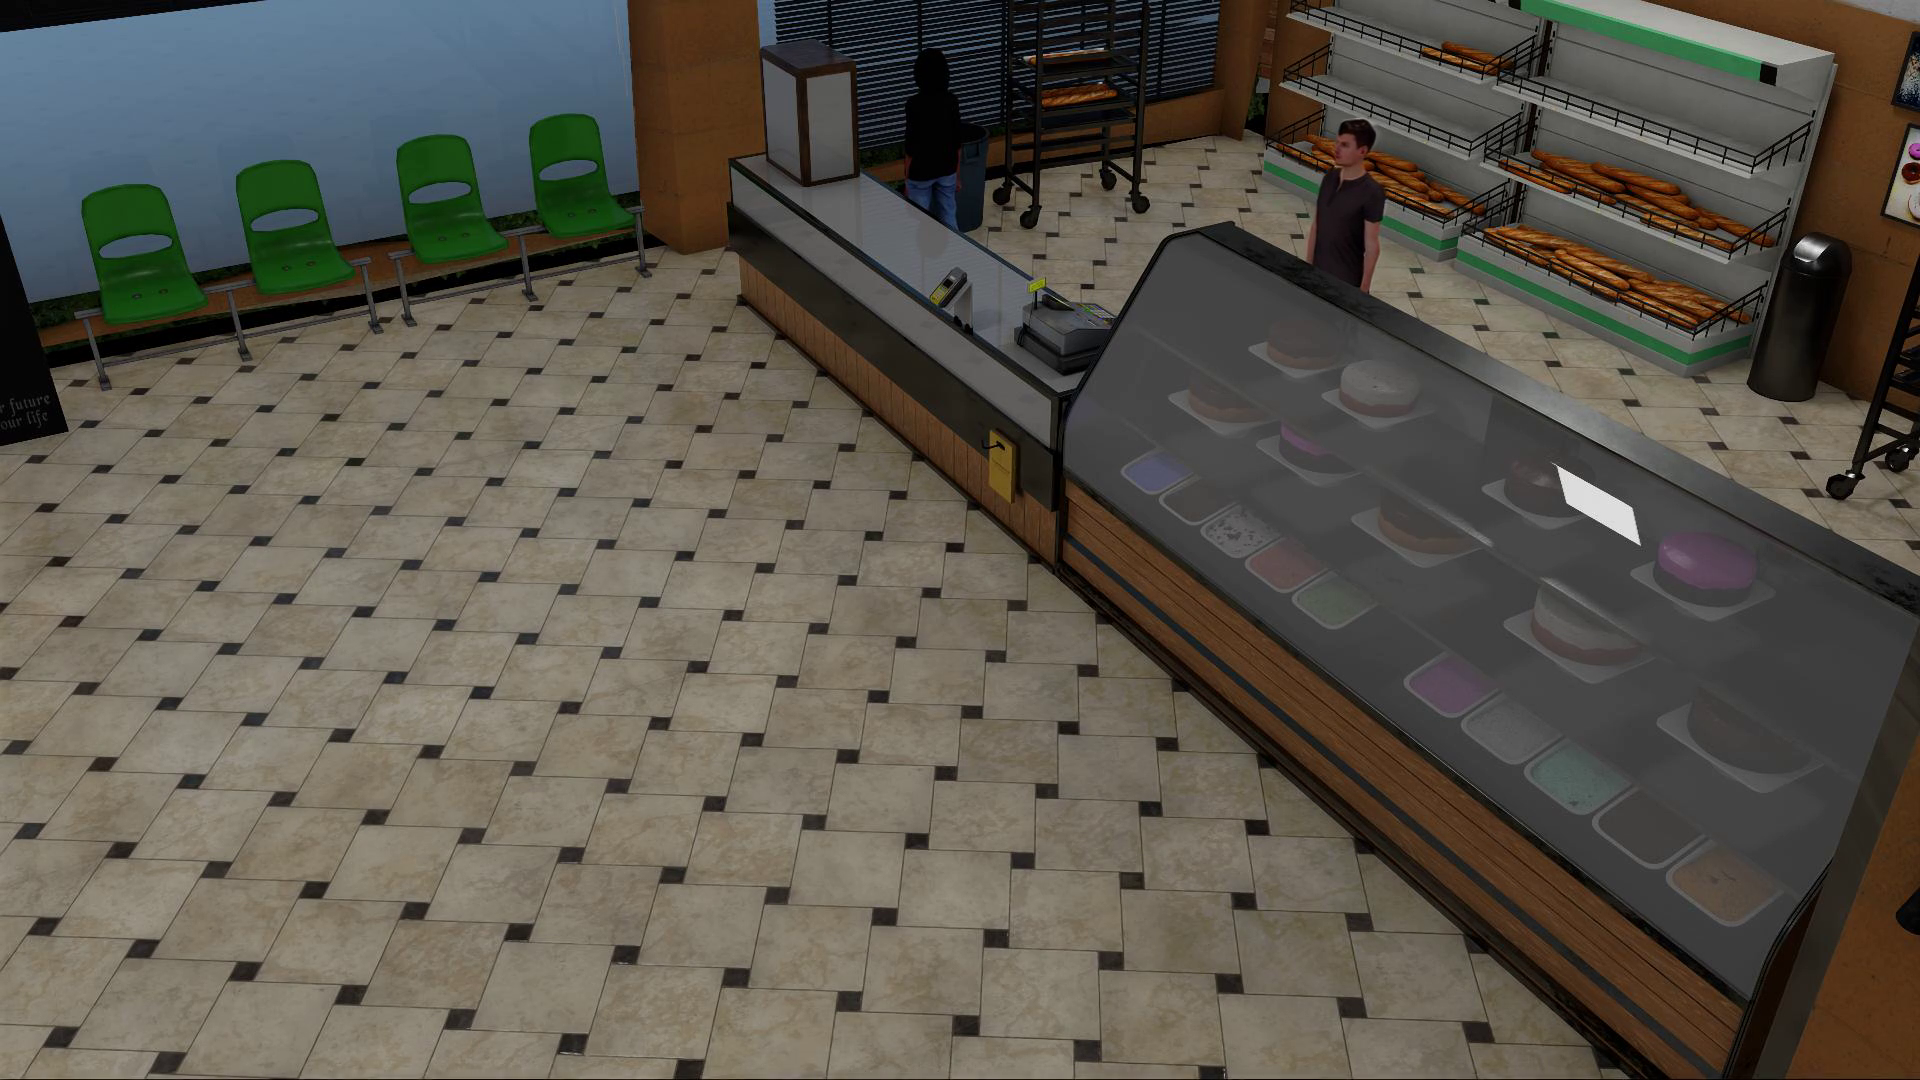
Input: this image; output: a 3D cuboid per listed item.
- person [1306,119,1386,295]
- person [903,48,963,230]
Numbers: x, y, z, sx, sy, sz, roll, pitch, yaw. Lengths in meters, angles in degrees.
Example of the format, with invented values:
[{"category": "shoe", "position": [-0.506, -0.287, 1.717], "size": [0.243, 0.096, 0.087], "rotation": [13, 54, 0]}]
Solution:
[{"category": "person", "position": [2.131, -1.448, 9.321], "size": [0.515, 1.850, 0.647], "rotation": [-17, 36, -25]}, {"category": "person", "position": [-0.186, -2.399, 10.989], "size": [0.507, 1.702, 0.653], "rotation": [-12, 34, -19]}]
